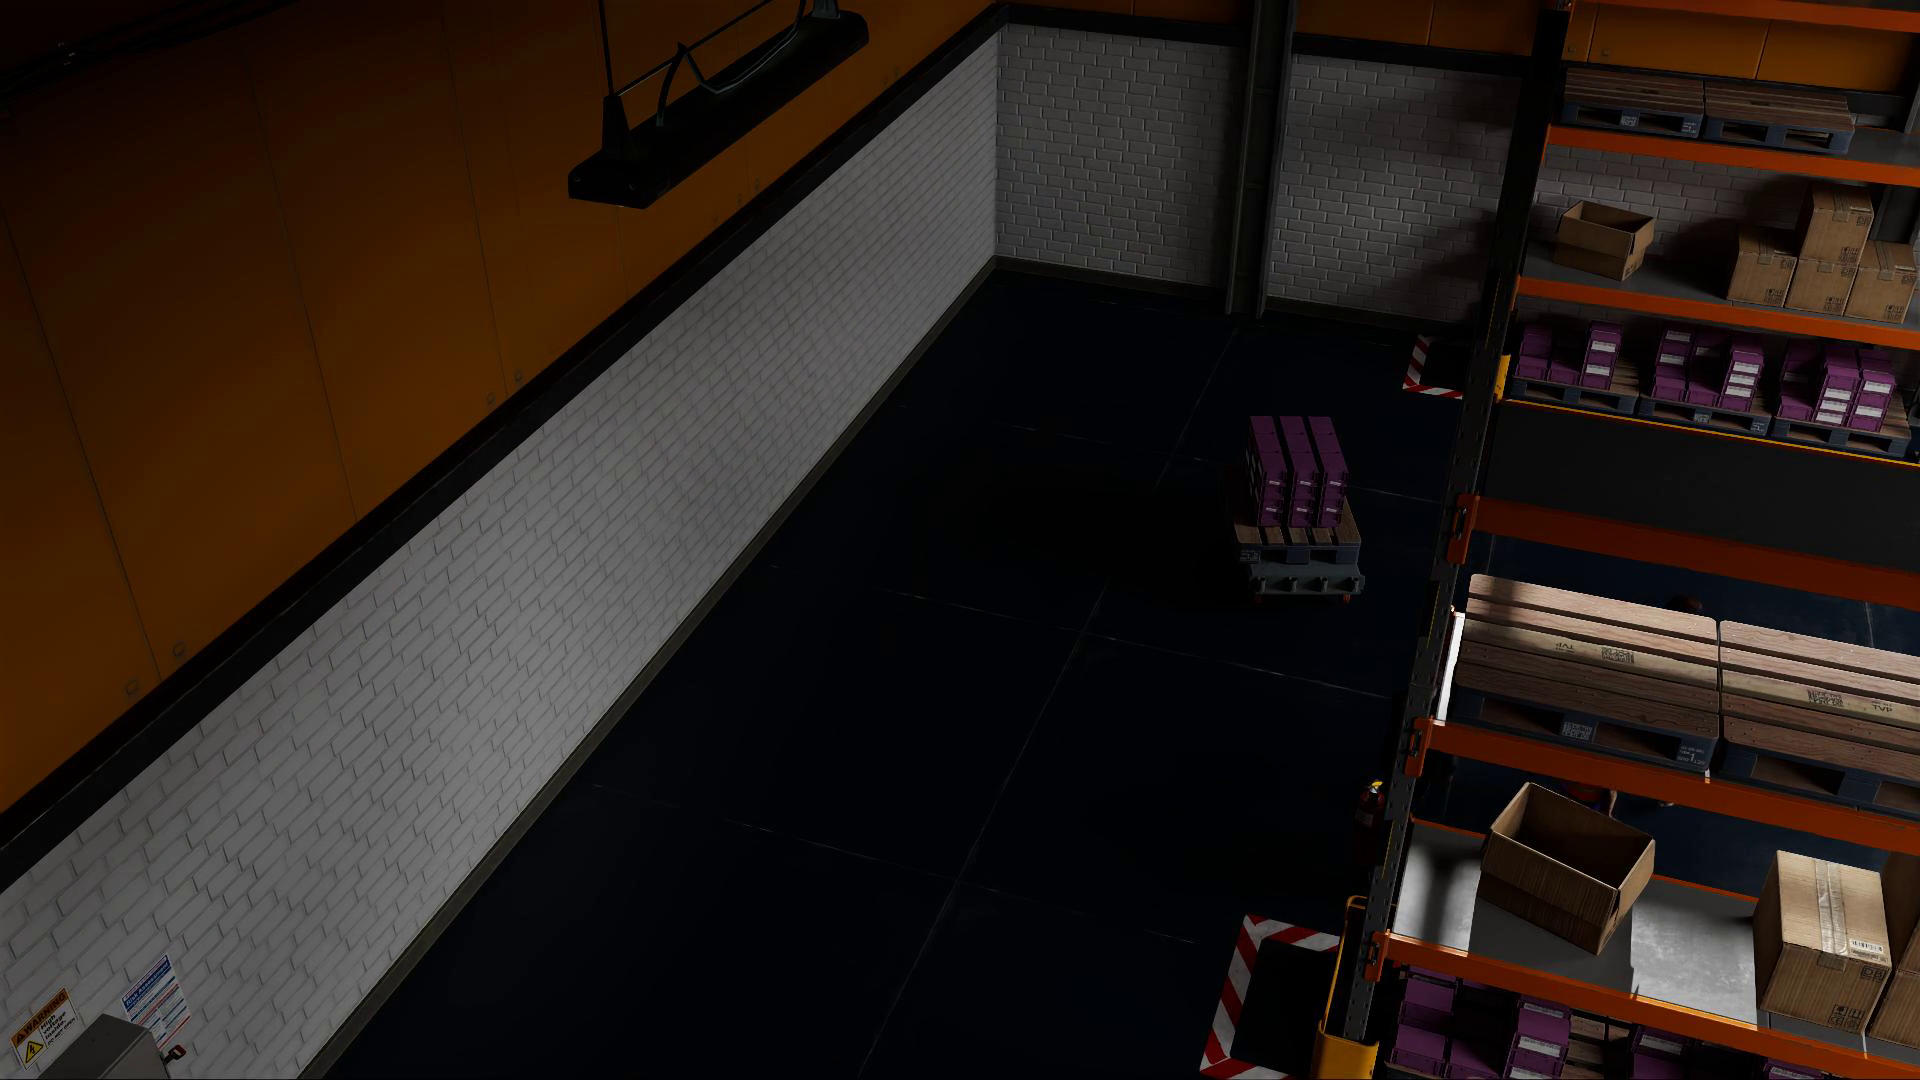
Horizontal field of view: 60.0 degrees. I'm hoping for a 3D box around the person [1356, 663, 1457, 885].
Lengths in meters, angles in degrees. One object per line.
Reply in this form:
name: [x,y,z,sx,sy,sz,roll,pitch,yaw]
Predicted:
person: [2.867,1.550,10.752,1.009,1.657,1.131,-27,42,-35]
